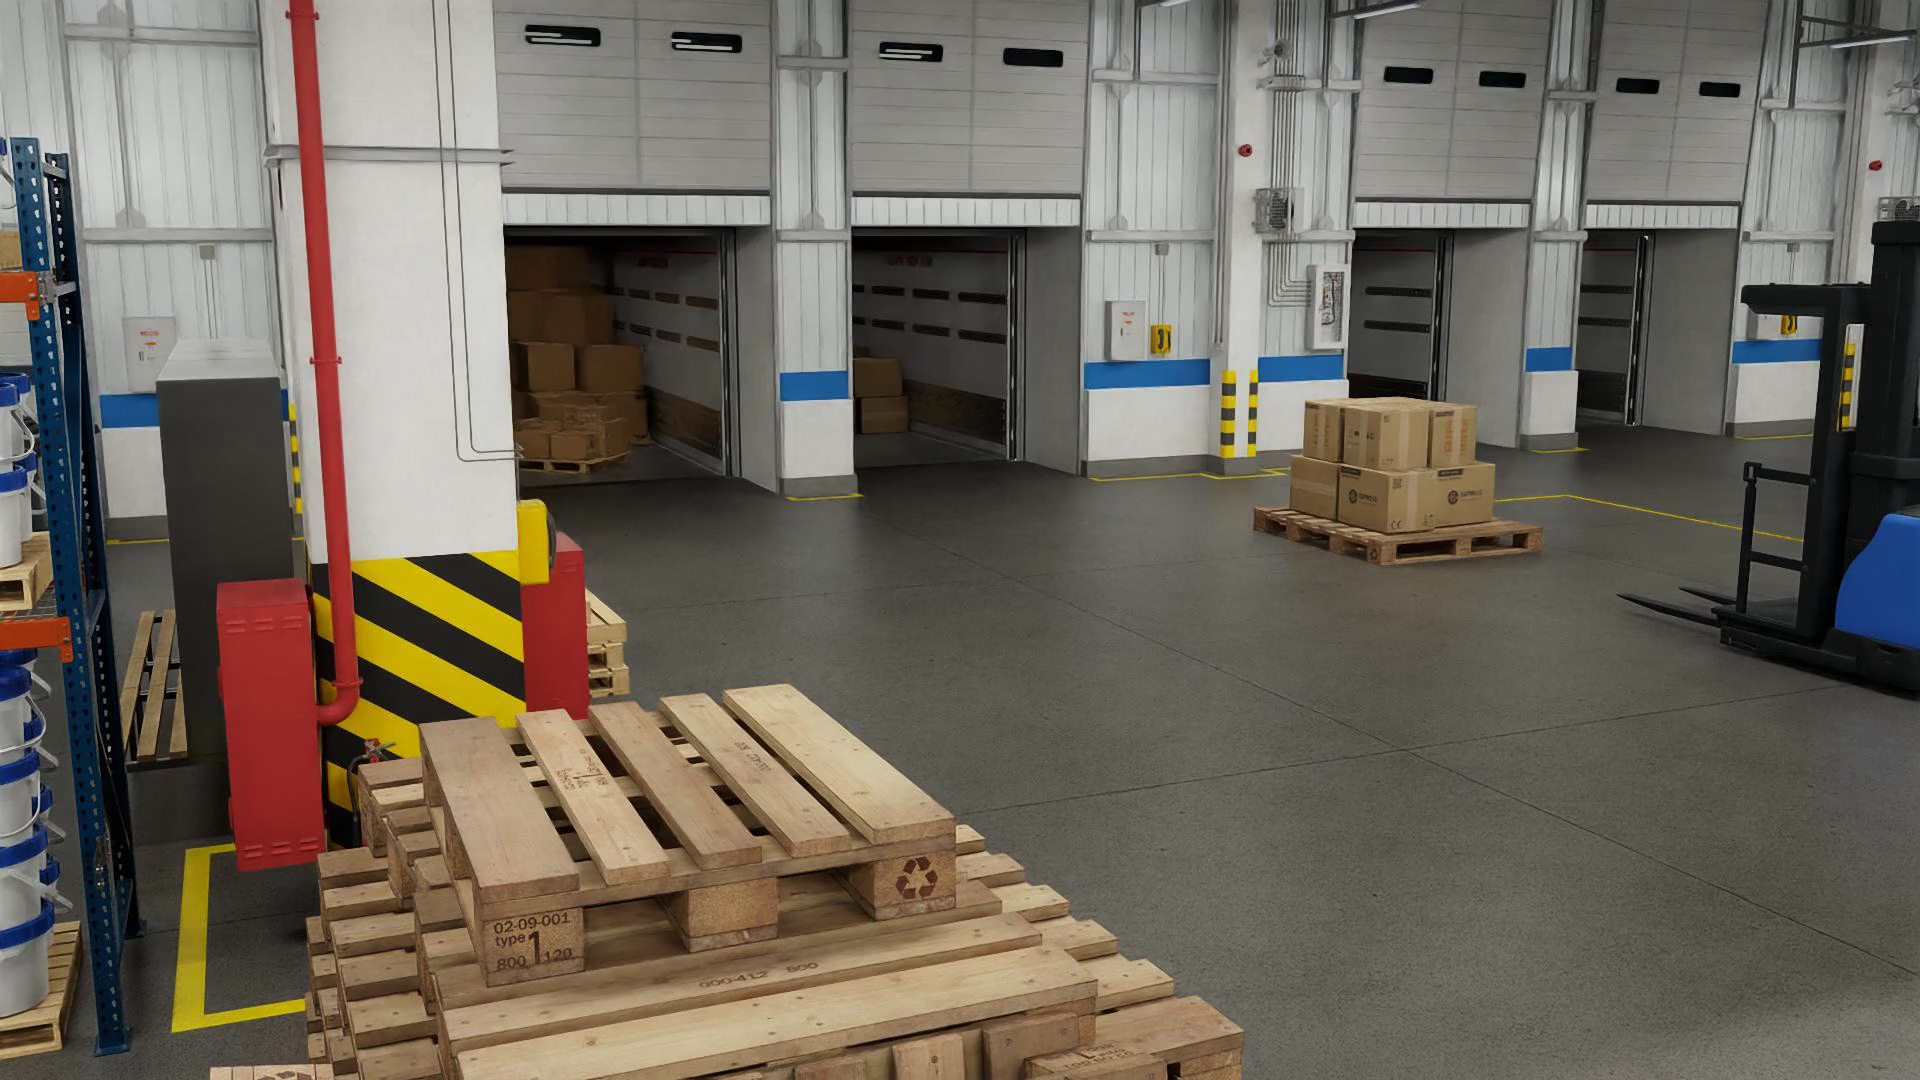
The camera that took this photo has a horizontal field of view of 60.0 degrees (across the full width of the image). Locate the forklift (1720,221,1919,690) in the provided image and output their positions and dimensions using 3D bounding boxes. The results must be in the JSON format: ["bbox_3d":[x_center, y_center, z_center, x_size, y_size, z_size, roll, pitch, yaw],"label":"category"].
[{"bbox_3d":[5.949,-0.550,10.218,1.129,2.768,1.873,-4,11,-23],"label":"forklift"}]
